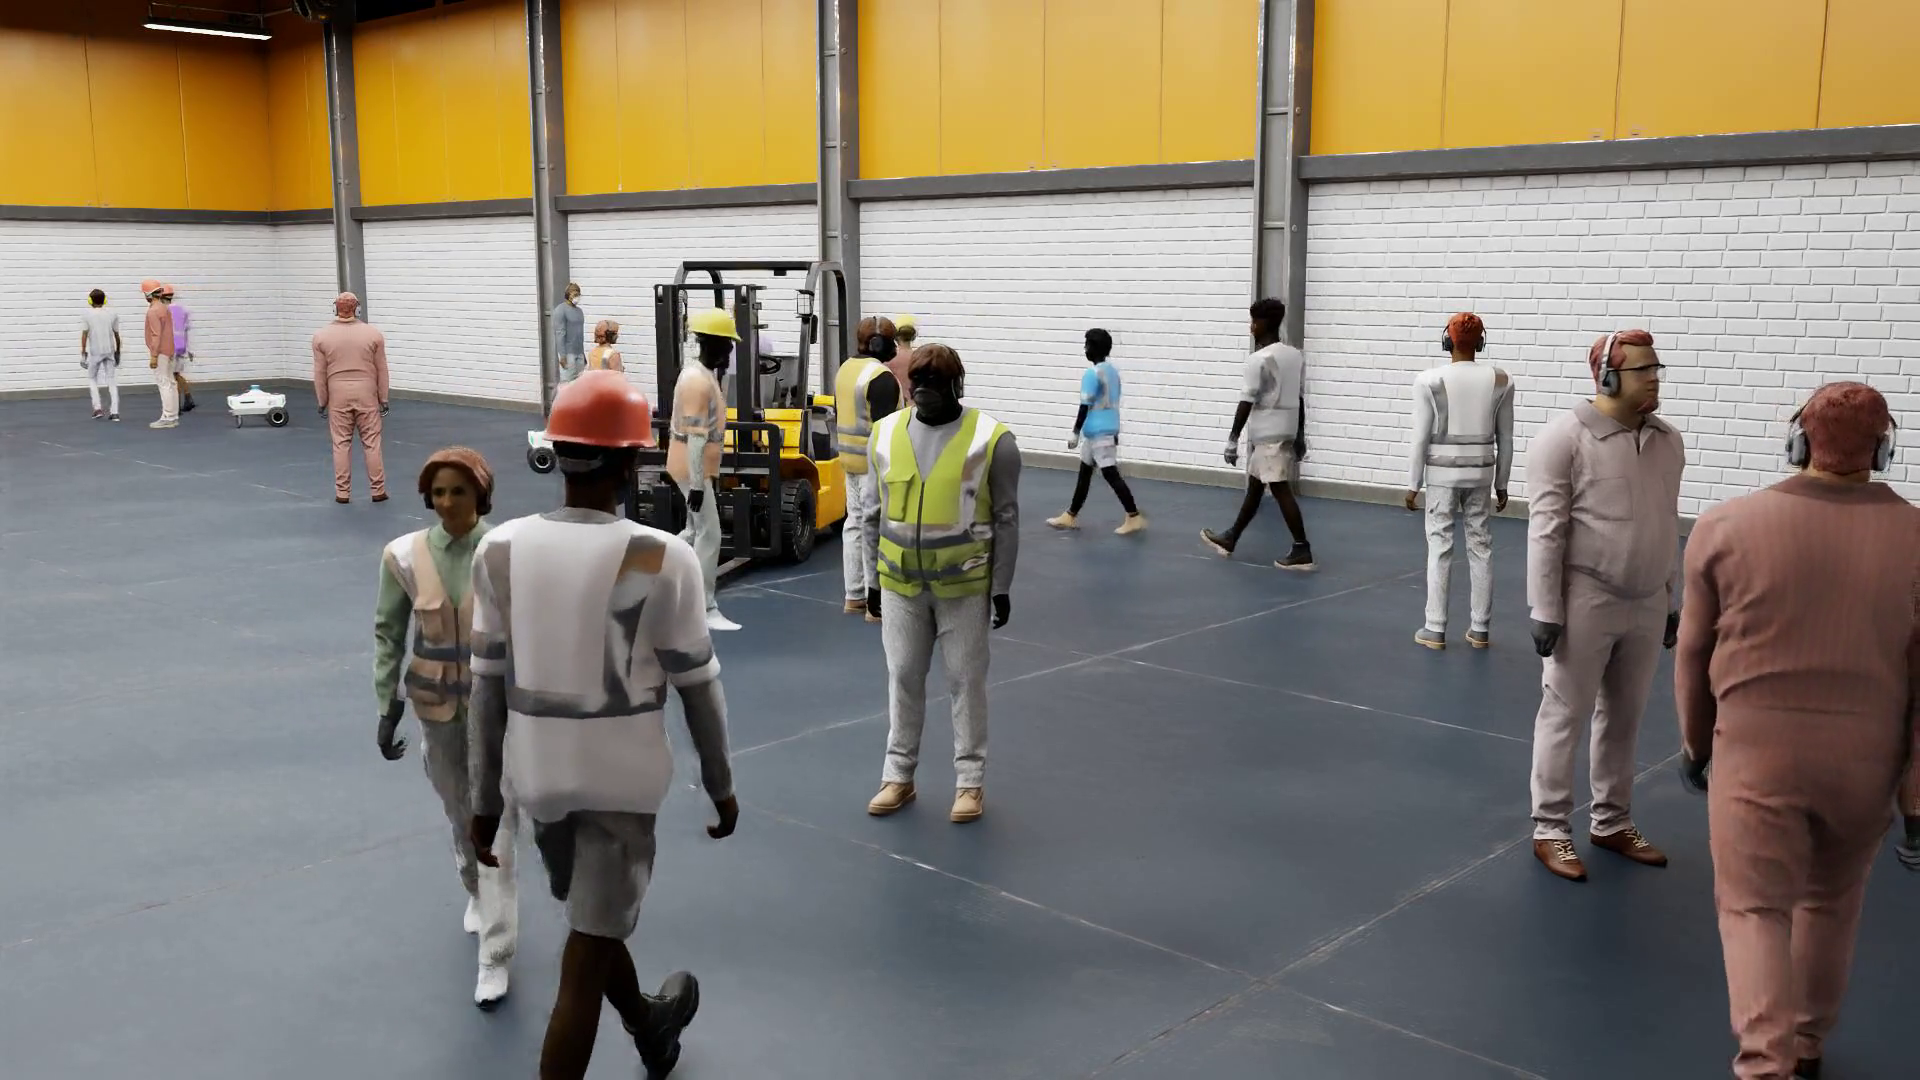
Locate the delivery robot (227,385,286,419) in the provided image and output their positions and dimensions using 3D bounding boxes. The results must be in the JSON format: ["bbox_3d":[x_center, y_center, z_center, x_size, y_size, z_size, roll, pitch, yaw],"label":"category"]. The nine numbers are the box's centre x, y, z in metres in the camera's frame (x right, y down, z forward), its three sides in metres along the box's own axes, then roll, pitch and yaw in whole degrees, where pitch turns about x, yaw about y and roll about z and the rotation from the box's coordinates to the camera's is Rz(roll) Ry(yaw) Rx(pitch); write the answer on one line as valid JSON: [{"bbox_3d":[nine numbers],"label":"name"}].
[{"bbox_3d":[-9.440,-1.833,22.306,0.707,0.478,0.477,-5,10,-28],"label":"delivery robot"}]

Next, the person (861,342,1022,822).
[{"bbox_3d":[-0.087,0.166,6.407,0.624,1.844,0.430,3,10,18],"label":"person"}]

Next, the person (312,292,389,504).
[{"bbox_3d":[-5.503,-1.282,15.079,0.639,1.911,0.406,-3,10,-17],"label":"person"}]

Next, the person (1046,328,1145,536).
[{"bbox_3d":[1.114,-0.859,13.263,0.874,1.650,0.541,4,10,23],"label":"person"}]

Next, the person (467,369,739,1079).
[{"bbox_3d":[-0.817,0.543,3.952,0.567,1.878,1.001,3,10,17],"label":"person"}]

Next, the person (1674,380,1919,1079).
[{"bbox_3d":[2.072,0.546,4.041,0.624,1.864,0.978,3,10,17],"label":"person"}]

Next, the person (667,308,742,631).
[{"bbox_3d":[-1.637,-0.415,9.813,0.718,1.899,0.614,0,9,1],"label":"person"}]

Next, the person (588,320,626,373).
[{"bbox_3d":[-3.352,-1.267,15.808,0.311,1.638,0.523,-8,12,-41],"label":"person"}]

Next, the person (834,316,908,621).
[{"bbox_3d":[-0.518,-0.434,10.091,0.429,1.839,0.633,-5,11,-28],"label":"person"}]

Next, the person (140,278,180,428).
[{"bbox_3d":[-10.717,-2.495,22.263,0.392,1.990,0.612,-1,9,-7],"label":"person"}]

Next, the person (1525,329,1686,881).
[{"bbox_3d":[2.284,0.223,5.839,0.650,1.913,0.409,-4,10,-22],"label":"person"}]

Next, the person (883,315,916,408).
[{"bbox_3d":[-0.489,-1.083,14.414,0.548,1.713,0.894,-2,10,-13],"label":"person"}]

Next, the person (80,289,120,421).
[{"bbox_3d":[-12.069,-2.588,23.307,0.664,1.832,0.567,9,13,44],"label":"person"}]

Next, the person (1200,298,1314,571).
[{"bbox_3d":[2.141,-0.760,11.859,1.015,1.907,0.635,8,12,40],"label":"person"}]

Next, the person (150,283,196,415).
[{"bbox_3d":[-11.483,-2.776,24.207,0.437,1.913,0.580,4,10,23],"label":"person"}]

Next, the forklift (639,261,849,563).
[{"bbox_3d":[-1.552,-1.040,12.721,1.214,2.155,2.313,2,9,11],"label":"forklift"}]

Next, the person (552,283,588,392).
[{"bbox_3d":[-5.215,-2.481,22.356,0.370,1.934,0.627,3,10,15],"label":"person"}]

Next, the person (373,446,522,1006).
[{"bbox_3d":[-1.492,0.508,5.054,0.518,1.593,0.837,0,9,-1],"label":"person"}]

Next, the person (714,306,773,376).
[{"bbox_3d":[-1.921,-1.200,14.688,0.623,1.864,0.923,8,12,39],"label":"person"}]

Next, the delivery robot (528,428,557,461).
[{"bbox_3d":[-4.164,-1.043,17.463,0.707,0.478,0.477,-3,10,-17],"label":"delivery robot"}]

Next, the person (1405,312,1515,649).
[{"bbox_3d":[2.785,-0.325,9.284,0.583,1.882,0.337,0,9,-2],"label":"person"}]
